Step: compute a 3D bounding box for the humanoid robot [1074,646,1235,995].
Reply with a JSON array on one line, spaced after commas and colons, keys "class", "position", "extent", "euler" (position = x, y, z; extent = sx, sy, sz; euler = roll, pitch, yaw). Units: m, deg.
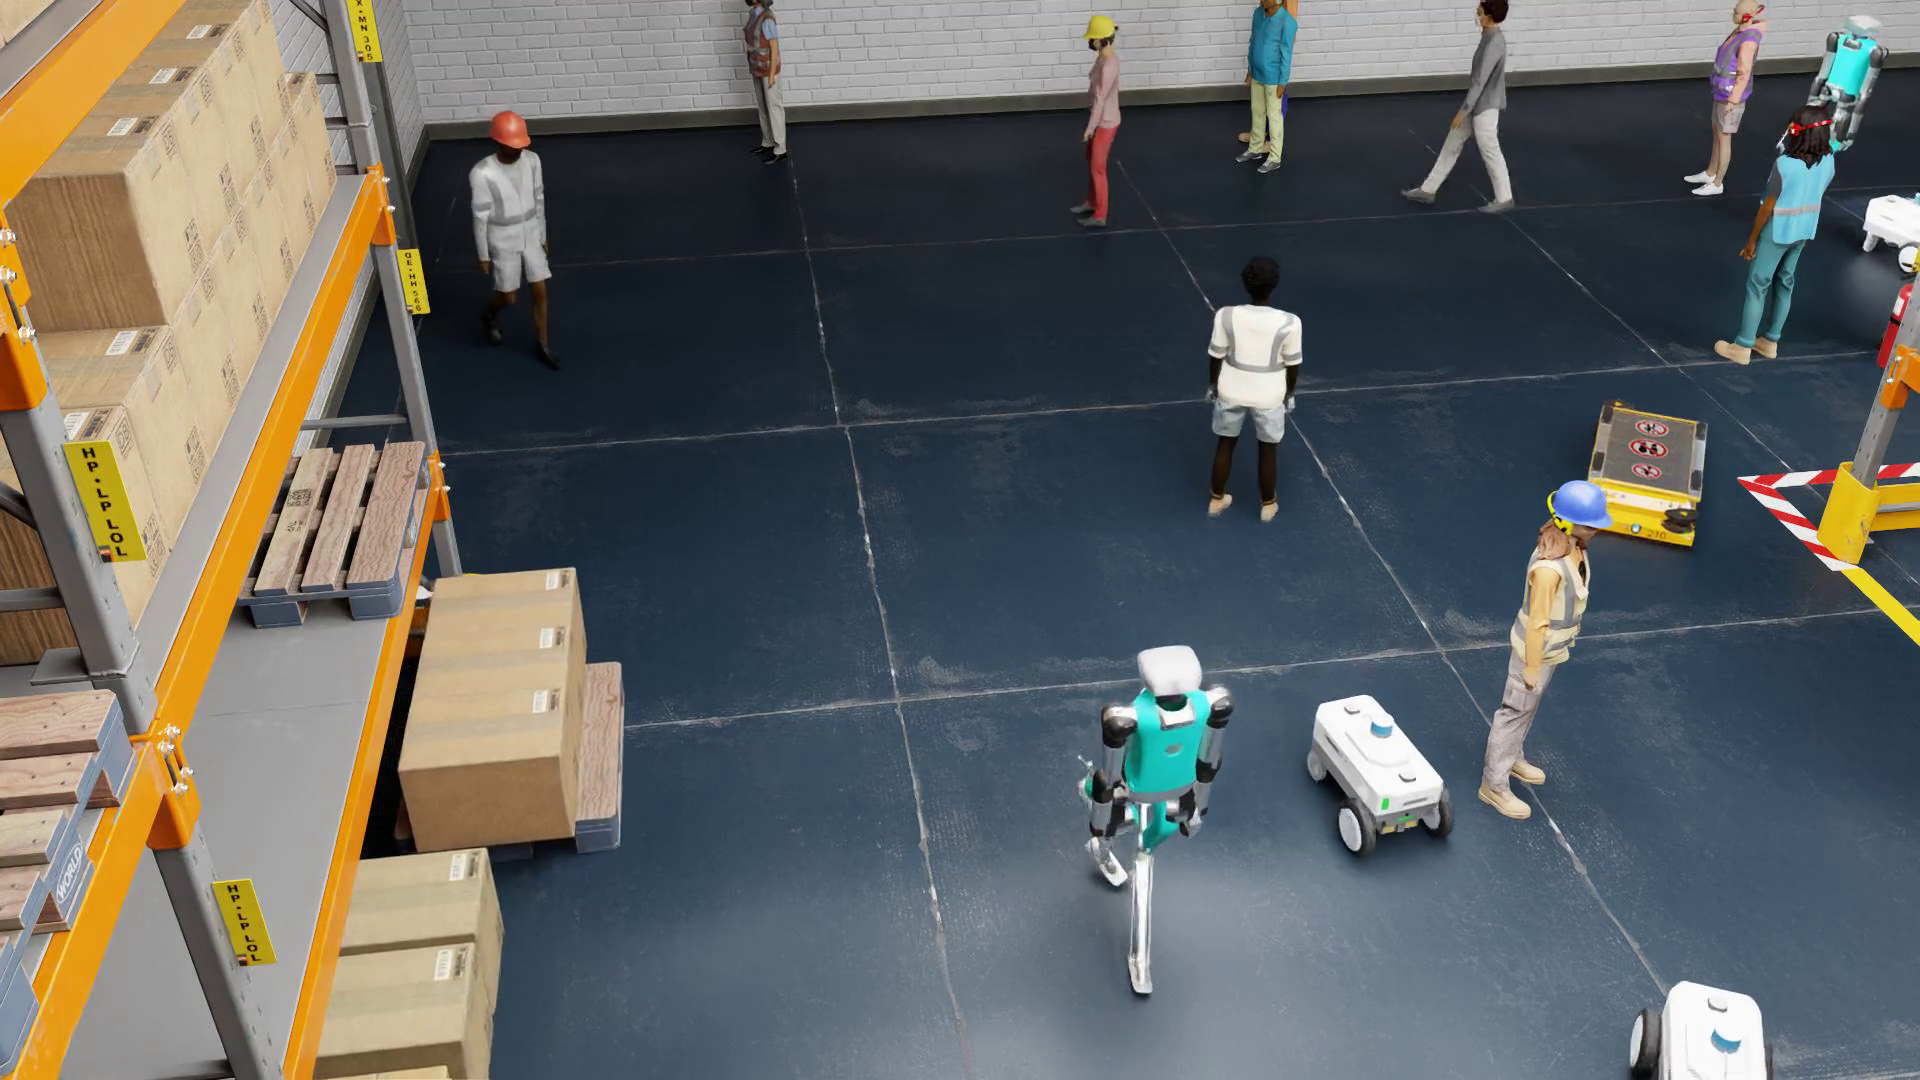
[{"class": "humanoid robot", "position": [0.725, 0.996, 7.033], "extent": [0.530, 1.752, 1.013], "euler": [-7, 34, -11]}]

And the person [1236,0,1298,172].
[{"class": "person", "position": [2.748, -4.194, 14.931], "extent": [0.351, 1.743, 0.561], "euler": [-17, 37, -24]}]

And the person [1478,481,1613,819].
[{"class": "person", "position": [2.718, 0.491, 7.718], "extent": [0.310, 1.777, 0.483], "euler": [19, 38, 26]}]

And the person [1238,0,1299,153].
[{"class": "person", "position": [2.885, -4.569, 15.287], "extent": [0.374, 1.986, 0.504], "euler": [-7, 34, -11]}]

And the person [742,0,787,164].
[{"class": "person", "position": [-1.786, -4.276, 15.102], "extent": [0.308, 1.686, 0.454], "euler": [-17, 37, -24]}]

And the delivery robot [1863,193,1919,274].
[{"class": "delivery robot", "position": [7.704, -2.478, 13.406], "extent": [0.518, 0.613, 0.785], "euler": [-15, 36, -21]}]

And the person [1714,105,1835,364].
[{"class": "person", "position": [5.759, -2.119, 11.651], "extent": [0.508, 1.860, 0.390], "euler": [-10, 34, -15]}]

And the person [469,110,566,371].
[{"class": "person", "position": [-3.165, -2.120, 11.617], "extent": [0.752, 1.904, 0.555], "euler": [28, 43, 36]}]

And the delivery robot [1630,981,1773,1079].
[{"class": "delivery robot", "position": [2.888, 2.078, 6.404], "extent": [0.499, 0.592, 0.791], "euler": [10, 35, 15]}]

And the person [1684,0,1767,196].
[{"class": "person", "position": [6.661, -3.839, 14.430], "extent": [0.340, 1.692, 0.492], "euler": [6, 34, 9]}]

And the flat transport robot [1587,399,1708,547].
[{"class": "flat transport robot", "position": [4.343, -0.448, 10.539], "extent": [0.659, 0.231, 1.431], "euler": [13, 35, 19]}]

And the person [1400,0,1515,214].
[{"class": "person", "position": [4.371, -3.662, 14.019], "extent": [0.978, 1.844, 0.536], "euler": [6, 34, 10]}]

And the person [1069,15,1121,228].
[{"class": "person", "position": [1.146, -3.483, 13.829], "extent": [0.365, 1.752, 0.530], "euler": [-1, 33, -2]}]

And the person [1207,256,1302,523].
[{"class": "person", "position": [1.734, -0.876, 9.891], "extent": [0.551, 1.691, 0.326], "euler": [11, 35, 16]}]

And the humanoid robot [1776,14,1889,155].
[{"class": "humanoid robot", "position": [7.038, -3.343, 13.727], "extent": [0.694, 1.898, 0.544], "euler": [-15, 36, -22]}]

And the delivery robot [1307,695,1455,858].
[{"class": "delivery robot", "position": [1.985, 1.112, 7.904], "extent": [0.499, 0.614, 0.792], "euler": [-10, 34, -15]}]
